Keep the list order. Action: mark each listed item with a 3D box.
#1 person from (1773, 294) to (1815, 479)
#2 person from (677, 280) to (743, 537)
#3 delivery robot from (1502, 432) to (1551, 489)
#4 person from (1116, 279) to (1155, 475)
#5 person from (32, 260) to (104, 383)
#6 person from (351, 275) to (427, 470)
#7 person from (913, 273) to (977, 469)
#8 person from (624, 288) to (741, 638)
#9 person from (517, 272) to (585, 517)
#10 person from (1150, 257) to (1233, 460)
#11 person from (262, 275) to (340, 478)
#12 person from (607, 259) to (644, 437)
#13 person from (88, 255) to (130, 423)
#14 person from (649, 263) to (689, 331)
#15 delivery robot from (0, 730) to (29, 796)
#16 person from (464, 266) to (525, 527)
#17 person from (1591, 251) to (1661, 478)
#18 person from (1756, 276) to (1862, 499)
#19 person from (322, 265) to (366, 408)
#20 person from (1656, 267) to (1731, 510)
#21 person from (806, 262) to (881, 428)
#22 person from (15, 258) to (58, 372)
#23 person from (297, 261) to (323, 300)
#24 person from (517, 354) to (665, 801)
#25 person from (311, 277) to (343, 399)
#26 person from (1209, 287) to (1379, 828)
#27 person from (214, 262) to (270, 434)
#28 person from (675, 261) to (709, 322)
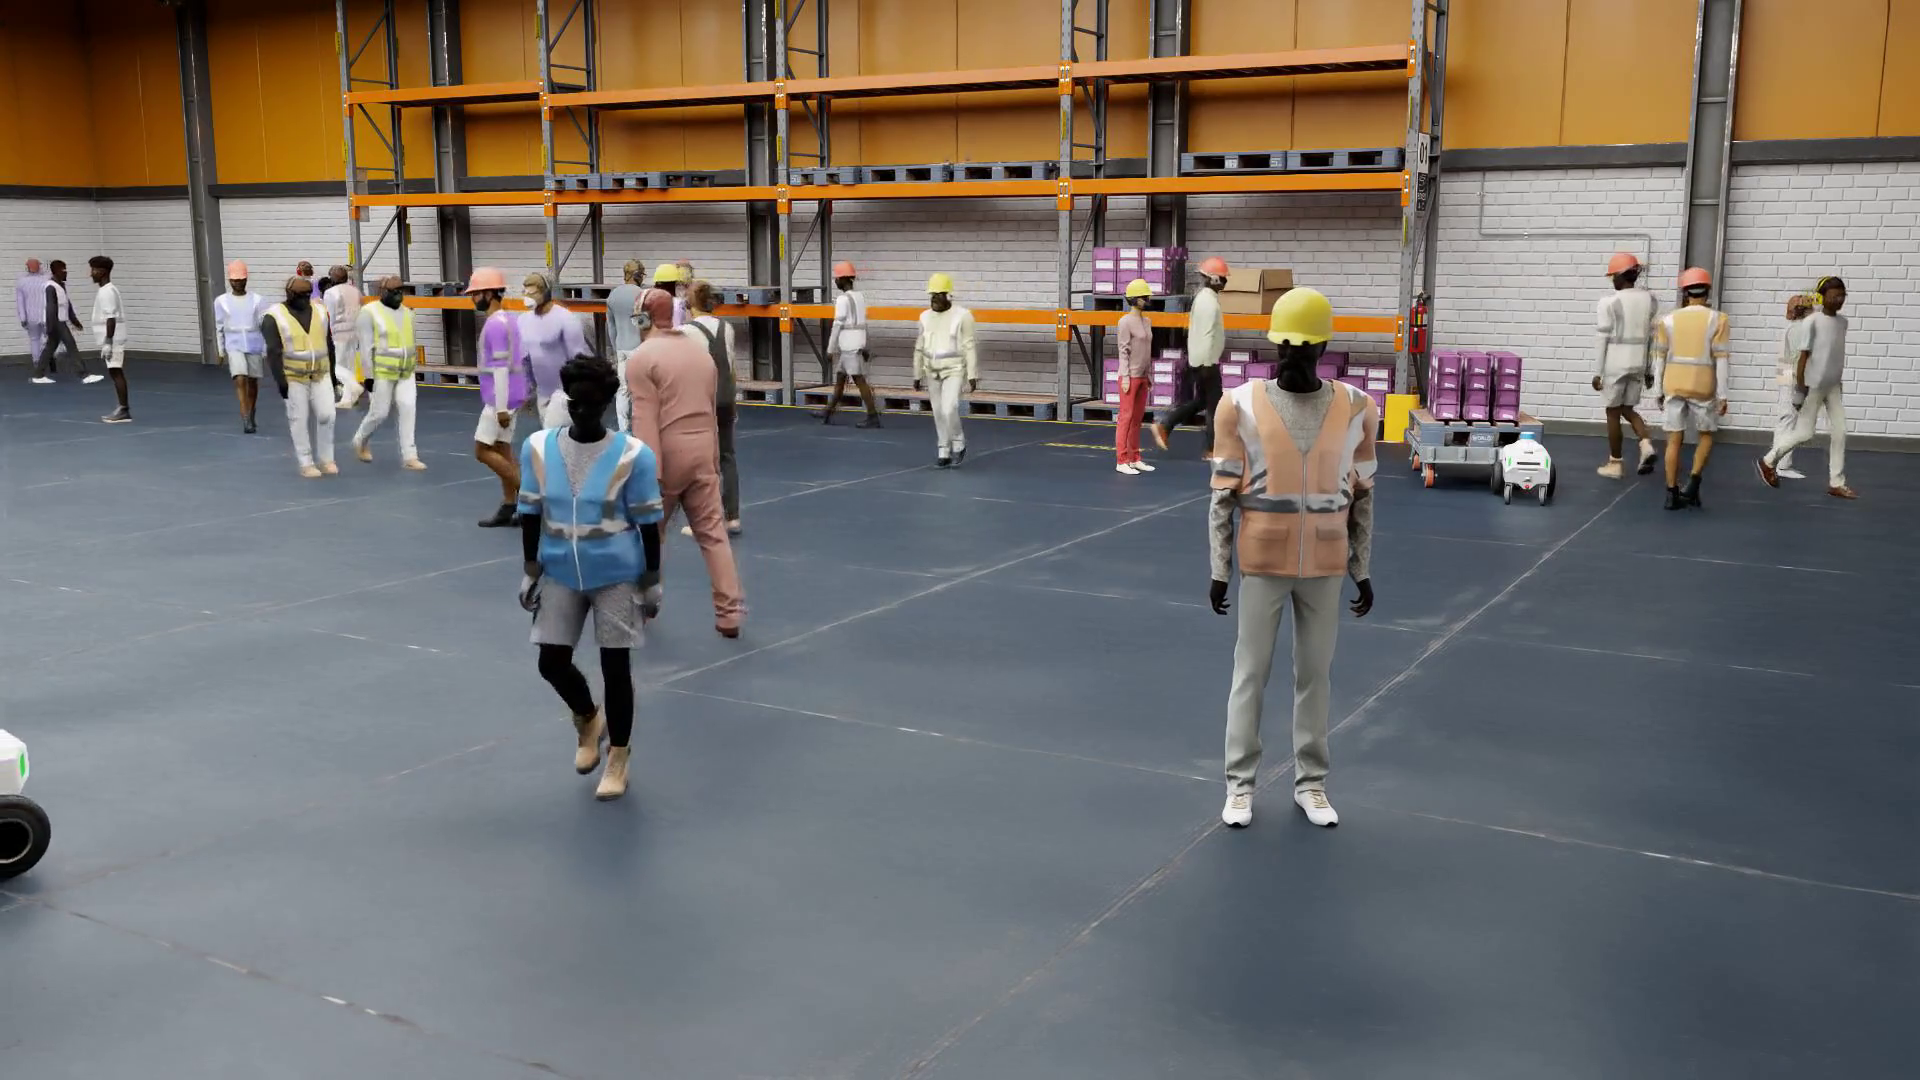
[{"bbox_3d":[7.473,-1.375,14.909,0.307,1.643,0.514,4,11,21],"label":"person"},{"bbox_3d":[-1.776,-0.924,11.840,0.434,1.828,0.611,10,14,44],"label":"person"},{"bbox_3d":[4.608,-0.636,13.538,0.477,0.478,0.707,3,10,15],"label":"delivery robot"},{"bbox_3d":[1.611,-1.488,15.191,0.306,1.772,0.525,6,12,32],"label":"person"},{"bbox_3d":[-13.597,-3.289,25.139,1.022,1.863,0.610,-3,10,-17],"label":"person"},{"bbox_3d":[-5.360,-1.559,15.502,0.792,1.816,0.633,7,12,34],"label":"person"},{"bbox_3d":[-0.150,-1.549,15.387,0.624,1.816,0.424,6,12,32],"label":"person"},{"bbox_3d":[-1.530,-0.408,8.863,0.865,1.852,0.668,7,12,34],"label":"person"},{"bbox_3d":[-3.086,-1.148,12.987,0.651,1.893,0.862,7,12,36],"label":"person"},{"bbox_3d":[2.292,-1.741,16.057,0.764,1.973,0.623,0,10,0],"label":"person"},{"bbox_3d":[-5.830,-1.437,14.792,0.654,1.809,0.512,-10,14,-44],"label":"person"},{"bbox_3d":[-3.380,-1.939,17.281,0.628,1.935,0.373,7,12,35],"label":"person"},{"bbox_3d":[-10.032,-2.370,19.630,0.363,1.964,0.610,-5,11,-25],"label":"person"},{"bbox_3d":[-2.688,-1.707,16.058,0.655,1.910,0.591,-2,10,-10],"label":"person"},{"bbox_3d":[-3.439,0.804,5.385,0.477,0.478,0.707,10,14,44],"label":"delivery robot"},{"bbox_3d":[-3.372,-1.031,12.178,0.447,1.920,0.543,-1,10,-4],"label":"person"},{"bbox_3d":[5.905,-1.535,14.746,0.603,2.022,0.575,-3,10,-17],"label":"person"},{"bbox_3d":[7.136,-1.281,13.862,0.535,1.836,0.844,-4,11,-23],"label":"person"},{"bbox_3d":[-7.789,-2.561,21.108,0.564,1.832,0.628,4,11,22],"label":"person"},{"bbox_3d":[5.736,-1.178,13.052,0.574,1.899,0.461,8,13,38],"label":"person"},{"bbox_3d":[-1.337,-2.212,18.952,0.994,1.881,0.573,3,11,19],"label":"person"},{"bbox_3d":[-15.102,-3.685,27.303,0.642,1.881,0.817,-6,11,-29],"label":"person"},{"bbox_3d":[-9.748,-3.245,24.916,0.563,1.847,0.390,-9,13,-40],"label":"person"},{"bbox_3d":[-1.363,0.158,6.195,0.557,1.644,0.379,1,10,7],"label":"person"},{"bbox_3d":[-8.583,-2.749,22.658,0.890,1.643,0.543,6,12,32],"label":"person"},{"bbox_3d":[1.180,0.076,5.894,0.594,1.922,0.375,0,10,-1],"label":"person"},{"bbox_3d":[-8.059,-2.172,18.724,0.556,1.896,0.970,-5,11,-28],"label":"person"},{"bbox_3d":[-3.369,-2.475,20.482,0.639,1.882,0.548,-8,13,-38],"label":"person"}]
